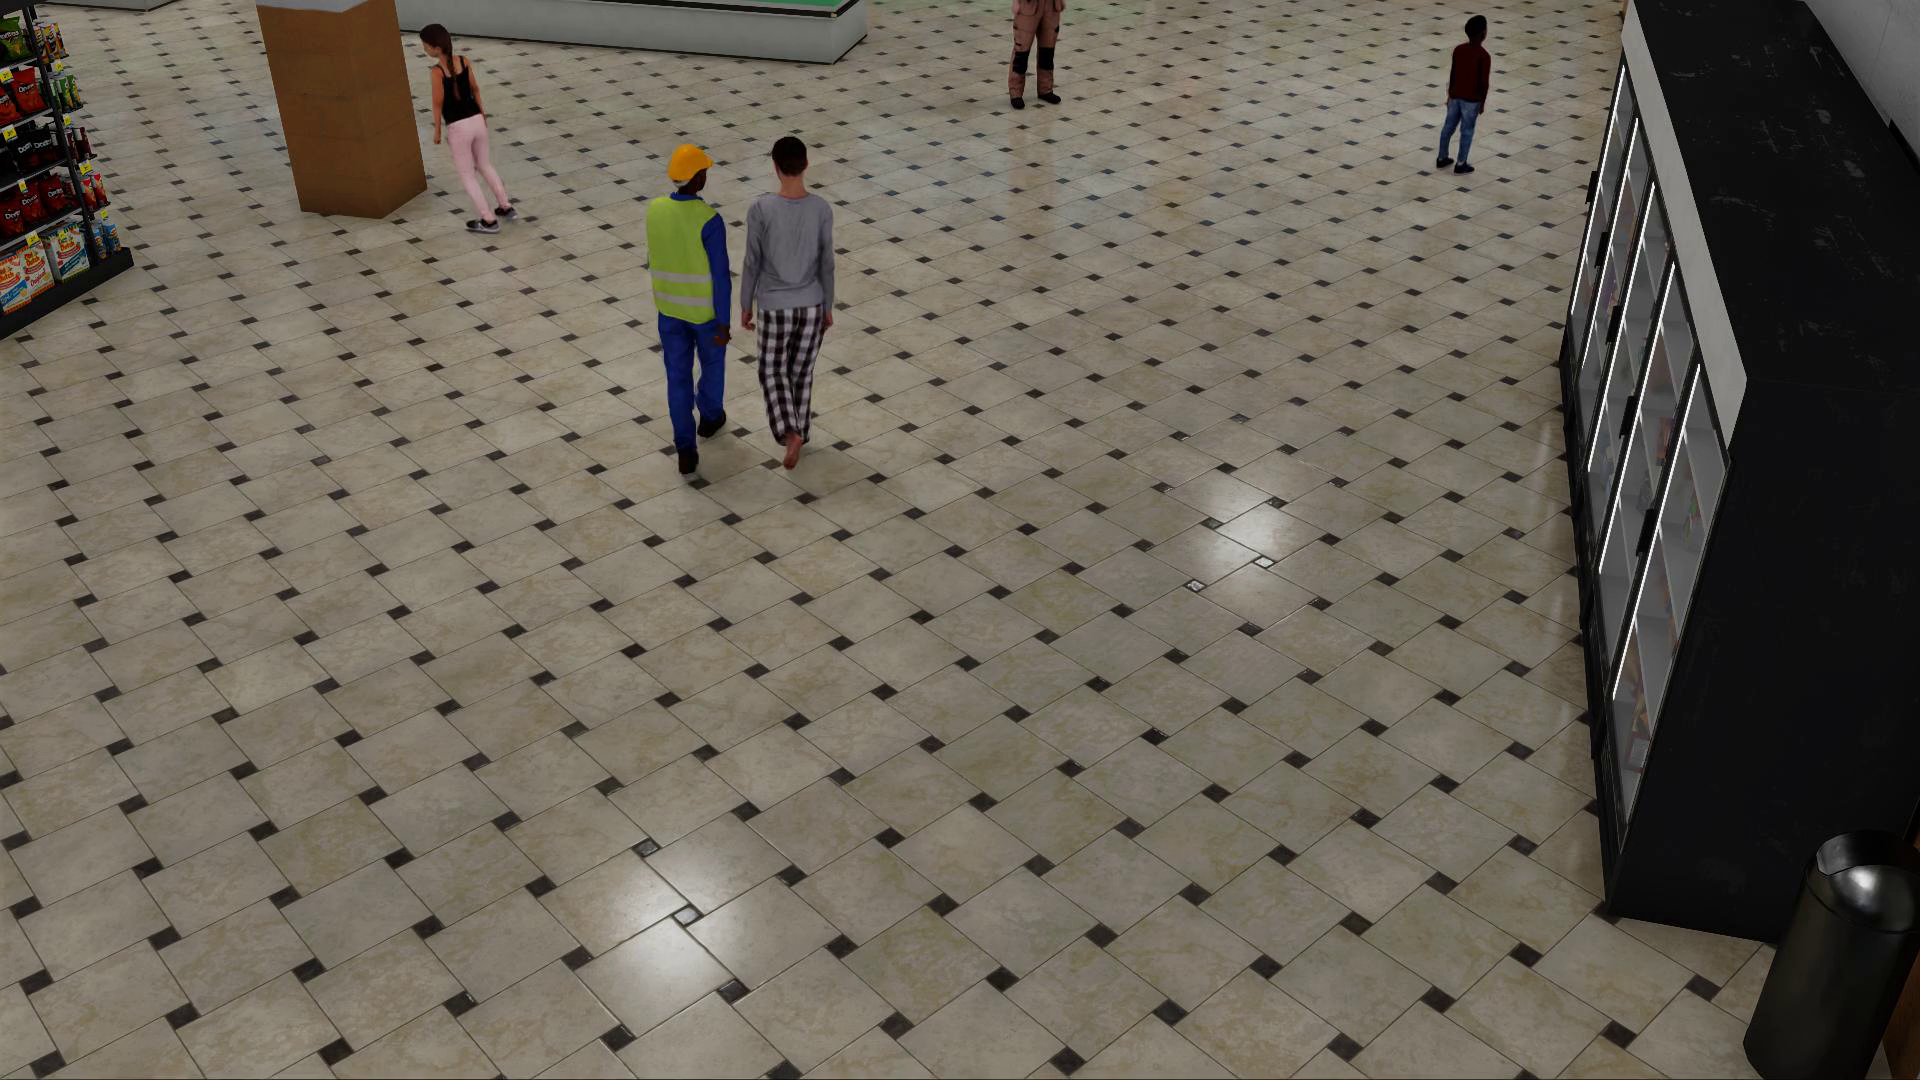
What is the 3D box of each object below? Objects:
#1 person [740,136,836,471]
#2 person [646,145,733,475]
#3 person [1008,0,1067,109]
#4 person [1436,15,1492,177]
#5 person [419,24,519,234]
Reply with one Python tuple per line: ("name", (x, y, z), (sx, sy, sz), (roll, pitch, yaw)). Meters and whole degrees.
("person", (-0.902, -1.220, 8.998), (0.991, 1.820, 0.988), (-9, 33, -15))
("person", (-1.482, -1.217, 9.032), (1.010, 1.778, 0.795), (6, 32, 10))
("person", (0.689, -4.786, 14.708), (0.750, 1.841, 0.834), (-13, 34, -20))
("person", (4.028, -3.546, 13.272), (0.640, 1.253, 0.562), (-24, 39, -33))
("person", (-3.554, -2.974, 12.088), (0.733, 1.532, 0.672), (-24, 39, -34))
